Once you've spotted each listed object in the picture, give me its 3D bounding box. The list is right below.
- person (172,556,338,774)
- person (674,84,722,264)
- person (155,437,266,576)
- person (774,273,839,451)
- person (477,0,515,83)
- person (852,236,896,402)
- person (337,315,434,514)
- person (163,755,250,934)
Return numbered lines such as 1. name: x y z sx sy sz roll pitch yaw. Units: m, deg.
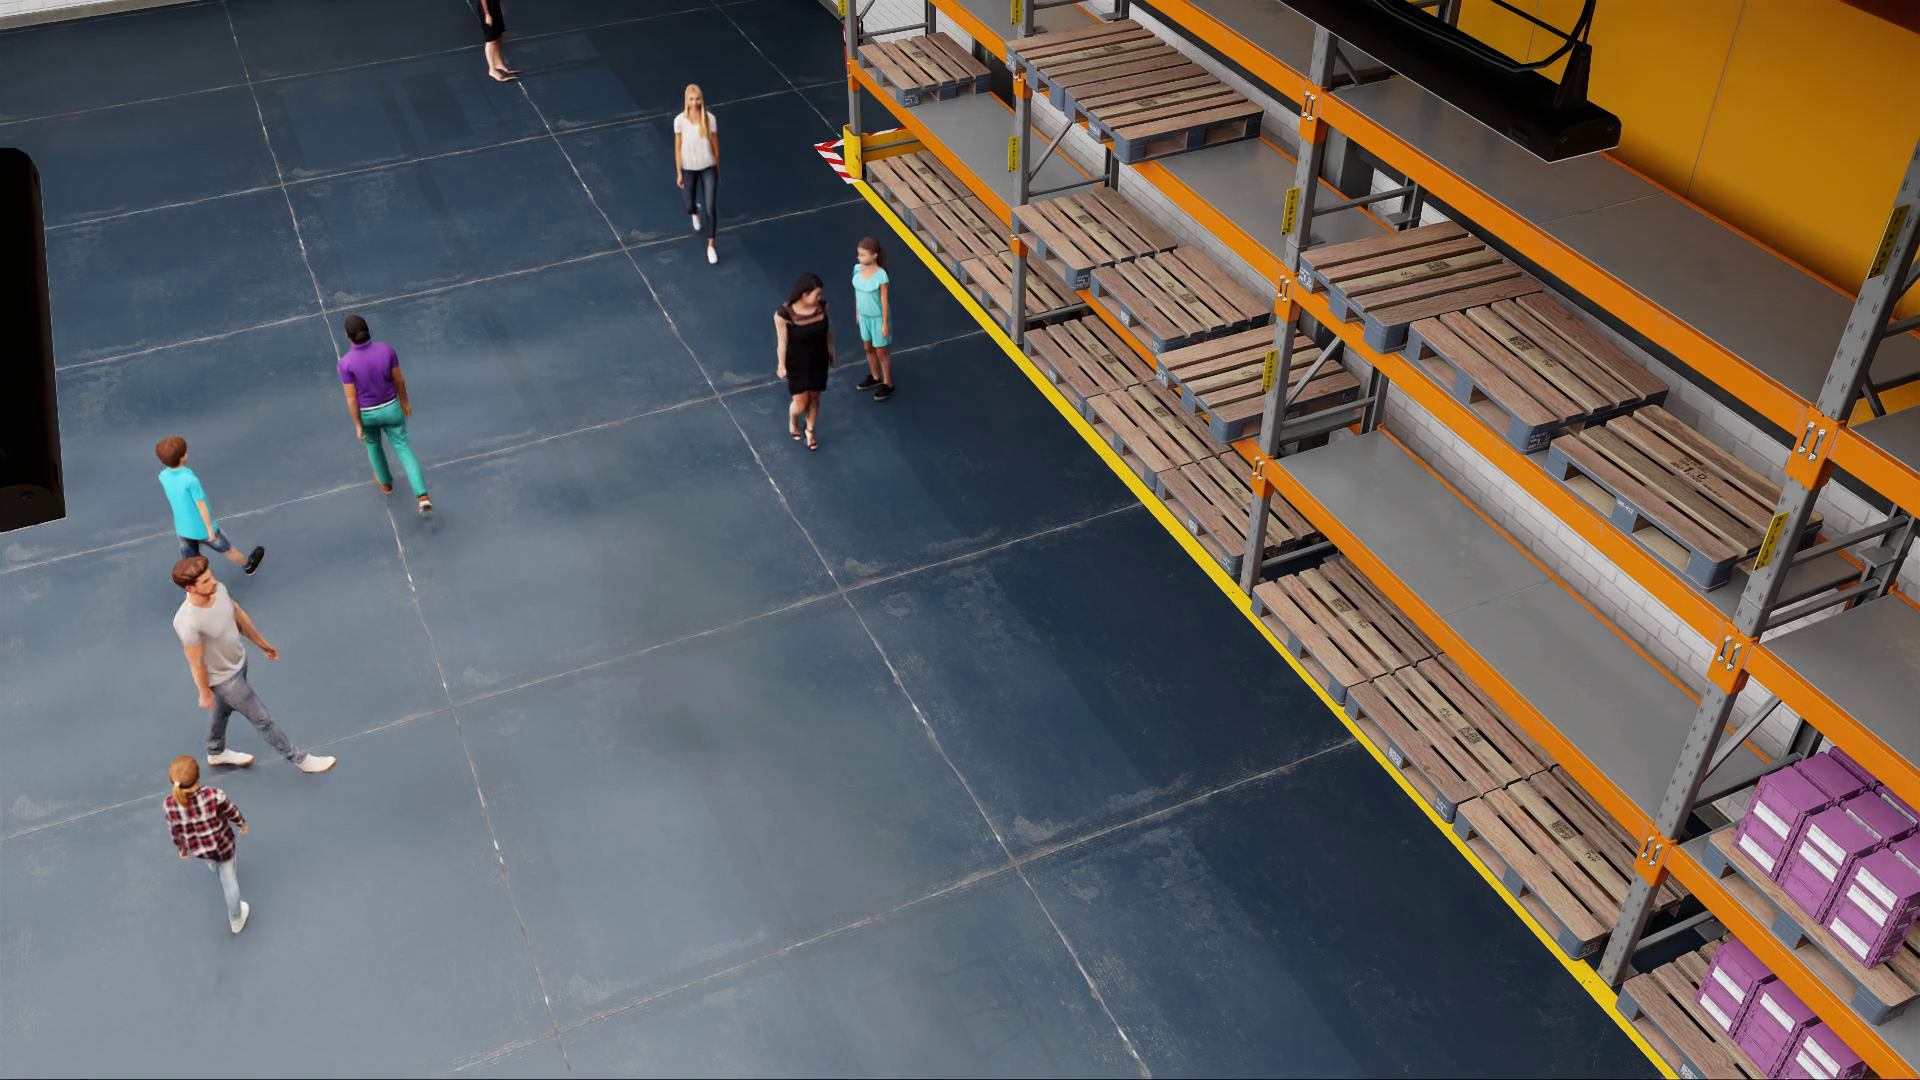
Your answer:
1. person: -4.859 0.848 10.820 1.079 1.847 1.213 0 39 0
2. person: -2.608 -3.688 16.541 0.773 1.794 1.022 -6 39 -8
3. person: -5.720 -0.075 12.321 0.903 1.415 0.978 12 40 15
4. person: -1.325 -1.494 13.877 0.695 1.690 0.672 -20 43 -23
5. person: -5.642 -6.376 19.949 0.730 1.742 0.636 6 39 7
6. person: -0.746 -1.961 14.570 0.558 1.555 0.673 30 48 32
7. person: -4.556 -0.959 13.167 0.787 1.741 1.189 -24 45 -27
8. person: -4.522 1.857 10.013 0.671 1.275 0.905 -7 39 -9
